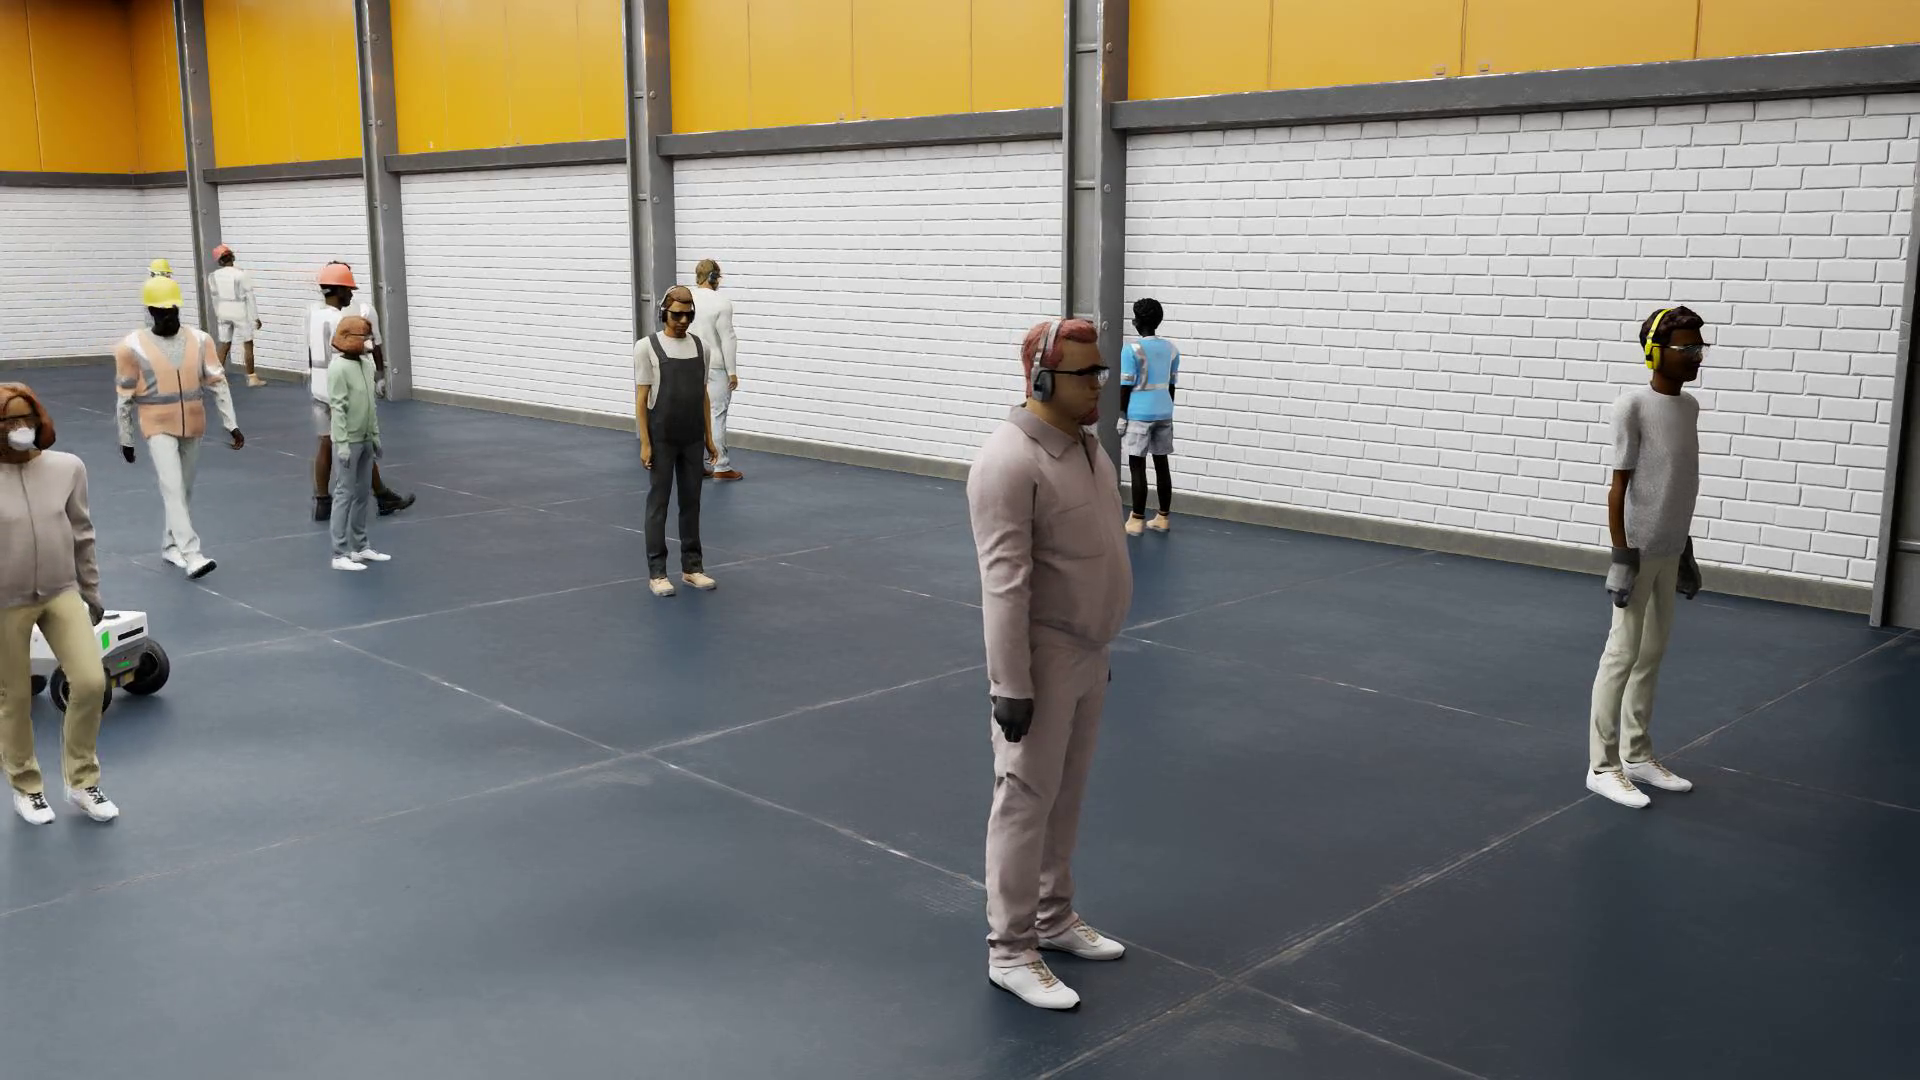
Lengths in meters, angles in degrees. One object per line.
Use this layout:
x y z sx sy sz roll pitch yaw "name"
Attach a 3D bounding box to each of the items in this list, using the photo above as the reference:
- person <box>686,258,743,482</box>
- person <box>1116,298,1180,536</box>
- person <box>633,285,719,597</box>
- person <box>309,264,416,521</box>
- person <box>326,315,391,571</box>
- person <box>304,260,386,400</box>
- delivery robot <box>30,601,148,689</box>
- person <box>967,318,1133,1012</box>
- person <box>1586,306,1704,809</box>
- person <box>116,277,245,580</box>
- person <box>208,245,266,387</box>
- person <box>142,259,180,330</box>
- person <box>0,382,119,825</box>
-2.185 -1.465 14.426 0.627 1.934 0.371 6 12 31 "person"
1.340 -0.876 11.878 0.531 1.691 0.319 -8 13 -38 "person"
-1.684 -0.592 9.926 0.504 1.840 0.345 -8 13 -39 "person"
-4.592 -1.115 12.556 0.710 1.917 0.569 -10 14 -44 "person"
-3.882 -0.629 10.697 0.281 1.630 0.511 2 11 9 "person"
-5.292 -1.442 14.340 0.617 1.933 0.948 -5 11 -23 "person"
-4.075 0.442 7.534 0.707 0.478 0.477 2 10 9 "delivery robot"
0.280 0.335 4.684 0.407 1.906 0.655 5 12 26 "person"
2.629 0.059 6.285 0.519 1.873 0.328 -8 13 -36 "person"
-4.891 -0.697 10.416 1.009 1.871 0.600 9 14 40 "person"
-10.176 -3.120 23.306 0.693 1.995 0.457 1 10 7 "person"
-10.314 -2.714 21.533 0.404 1.826 0.587 -10 14 -44 "person"
-3.292 0.248 5.930 0.556 1.614 0.535 8 13 39 "person"
